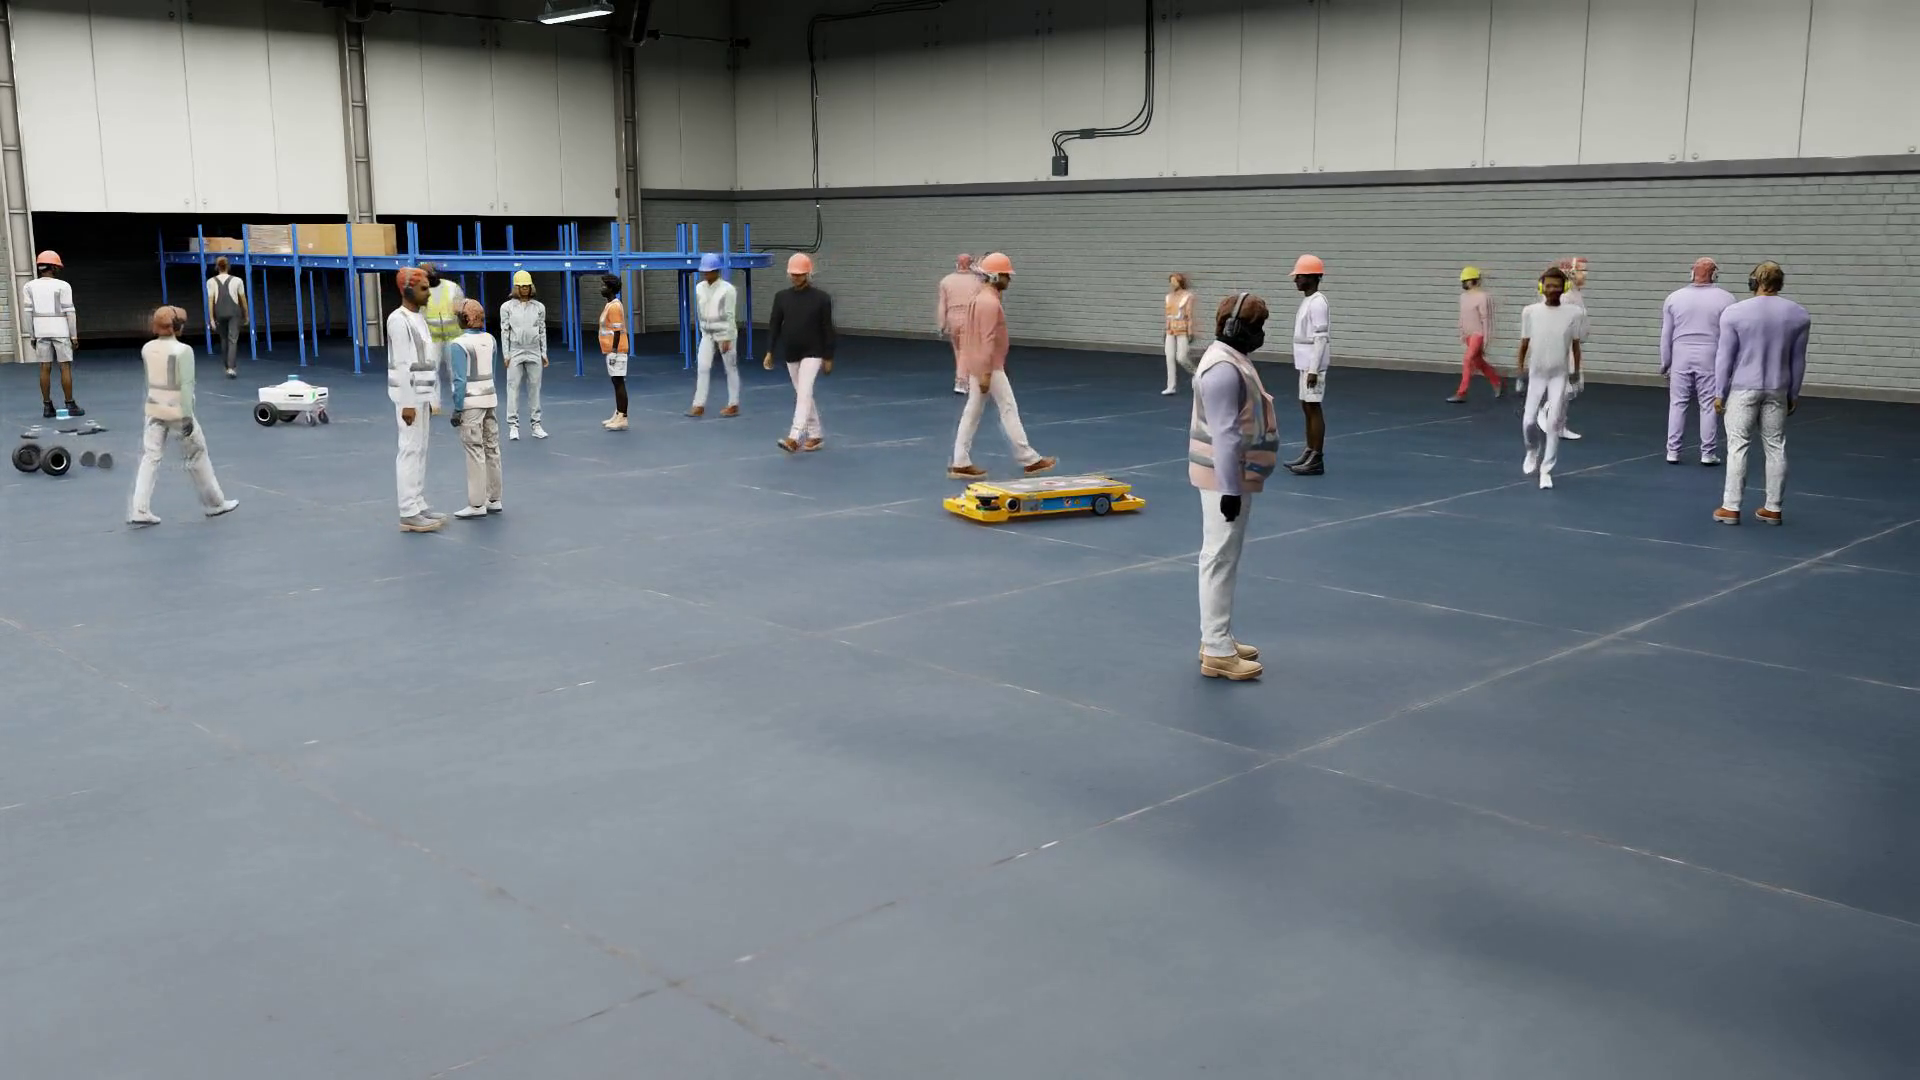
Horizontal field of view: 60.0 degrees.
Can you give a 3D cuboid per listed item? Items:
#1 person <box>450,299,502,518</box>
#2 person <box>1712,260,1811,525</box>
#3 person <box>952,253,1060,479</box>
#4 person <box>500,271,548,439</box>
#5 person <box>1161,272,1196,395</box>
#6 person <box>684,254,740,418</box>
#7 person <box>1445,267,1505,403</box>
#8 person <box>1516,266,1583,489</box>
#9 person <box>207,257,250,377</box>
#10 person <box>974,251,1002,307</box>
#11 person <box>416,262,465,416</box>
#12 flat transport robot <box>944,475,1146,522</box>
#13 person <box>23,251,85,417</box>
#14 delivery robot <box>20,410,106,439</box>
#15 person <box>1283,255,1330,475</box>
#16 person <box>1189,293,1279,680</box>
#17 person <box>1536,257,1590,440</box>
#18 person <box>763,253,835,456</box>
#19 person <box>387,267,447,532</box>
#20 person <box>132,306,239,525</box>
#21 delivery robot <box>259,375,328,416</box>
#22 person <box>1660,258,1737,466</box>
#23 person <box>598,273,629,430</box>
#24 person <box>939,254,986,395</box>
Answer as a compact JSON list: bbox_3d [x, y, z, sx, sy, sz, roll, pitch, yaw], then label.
[{"bbox_3d":[-3.653,-0.994,12.541,0.308,1.641,0.511,3,11,16],"label":"person"},{"bbox_3d":[5.892,-1.085,12.270,0.628,1.930,0.384,1,10,4],"label":"person"},{"bbox_3d":[0.381,-1.504,14.482,0.981,1.951,0.615,-2,11,-11],"label":"person"},{"bbox_3d":[-4.544,-1.935,17.391,0.484,1.745,0.298,-6,12,-31],"label":"person"},{"bbox_3d":[2.938,-2.752,22.163,0.506,1.621,0.527,-9,14,-40],"label":"person"},{"bbox_3d":[-2.855,-2.350,19.248,0.611,1.892,0.889,5,12,27],"label":"person"},{"bbox_3d":[6.628,-2.625,21.212,0.868,1.723,0.532,-3,11,-16],"label":"person"},{"bbox_3d":[4.997,-1.382,14.088,0.514,1.857,0.531,4,11,20],"label":"person"},{"bbox_3d":[-10.999,-3.350,24.991,0.524,1.800,0.982,-3,11,-13],"label":"person"},{"bbox_3d":[0.579,-4.473,31.066,0.594,1.805,0.858,5,11,23],"label":"person"},{"bbox_3d":[-6.050,-2.356,19.569,0.756,1.804,0.433,-4,11,-20],"label":"person"},{"bbox_3d":[0.655,-0.334,12.797,1.431,0.197,0.652,-5,12,-26],"label":"flat transport robot"},{"bbox_3d":[-10.623,-2.416,19.505,0.550,1.927,0.381,0,10,-2],"label":"person"},{"bbox_3d":[-8.102,-1.061,15.020,0.335,0.223,0.698,6,12,30],"label":"delivery robot"},{"bbox_3d":[3.097,-1.560,14.816,0.379,1.938,0.547,0,10,2],"label":"person"},{"bbox_3d":[1.324,-0.271,8.069,0.430,1.838,0.619,2,11,9],"label":"person"},{"bbox_3d":[6.287,-1.974,17.215,0.443,1.893,0.651,4,11,22],"label":"person"},{"bbox_3d":[-1.560,-1.791,16.094,0.601,1.923,1.056,5,11,24],"label":"person"},{"bbox_3d":[-3.940,-1.020,12.012,0.337,1.883,0.584,-1,10,-5],"label":"person"},{"bbox_3d":[-5.817,-0.925,12.289,0.525,1.591,0.839,4,11,22],"label":"person"},{"bbox_3d":[-7.507,-1.614,18.744,0.707,0.478,0.477,1,11,8],"label":"delivery robot"},{"bbox_3d":[6.826,-1.648,15.386,0.652,1.904,0.403,6,12,31],"label":"person"},{"bbox_3d":[-3.791,-2.063,18.216,0.319,1.697,0.532,-3,11,-15],"label":"person"},{"bbox_3d":[0.085,-2.903,22.351,0.670,1.853,1.013,4,11,19],"label":"person"}]
